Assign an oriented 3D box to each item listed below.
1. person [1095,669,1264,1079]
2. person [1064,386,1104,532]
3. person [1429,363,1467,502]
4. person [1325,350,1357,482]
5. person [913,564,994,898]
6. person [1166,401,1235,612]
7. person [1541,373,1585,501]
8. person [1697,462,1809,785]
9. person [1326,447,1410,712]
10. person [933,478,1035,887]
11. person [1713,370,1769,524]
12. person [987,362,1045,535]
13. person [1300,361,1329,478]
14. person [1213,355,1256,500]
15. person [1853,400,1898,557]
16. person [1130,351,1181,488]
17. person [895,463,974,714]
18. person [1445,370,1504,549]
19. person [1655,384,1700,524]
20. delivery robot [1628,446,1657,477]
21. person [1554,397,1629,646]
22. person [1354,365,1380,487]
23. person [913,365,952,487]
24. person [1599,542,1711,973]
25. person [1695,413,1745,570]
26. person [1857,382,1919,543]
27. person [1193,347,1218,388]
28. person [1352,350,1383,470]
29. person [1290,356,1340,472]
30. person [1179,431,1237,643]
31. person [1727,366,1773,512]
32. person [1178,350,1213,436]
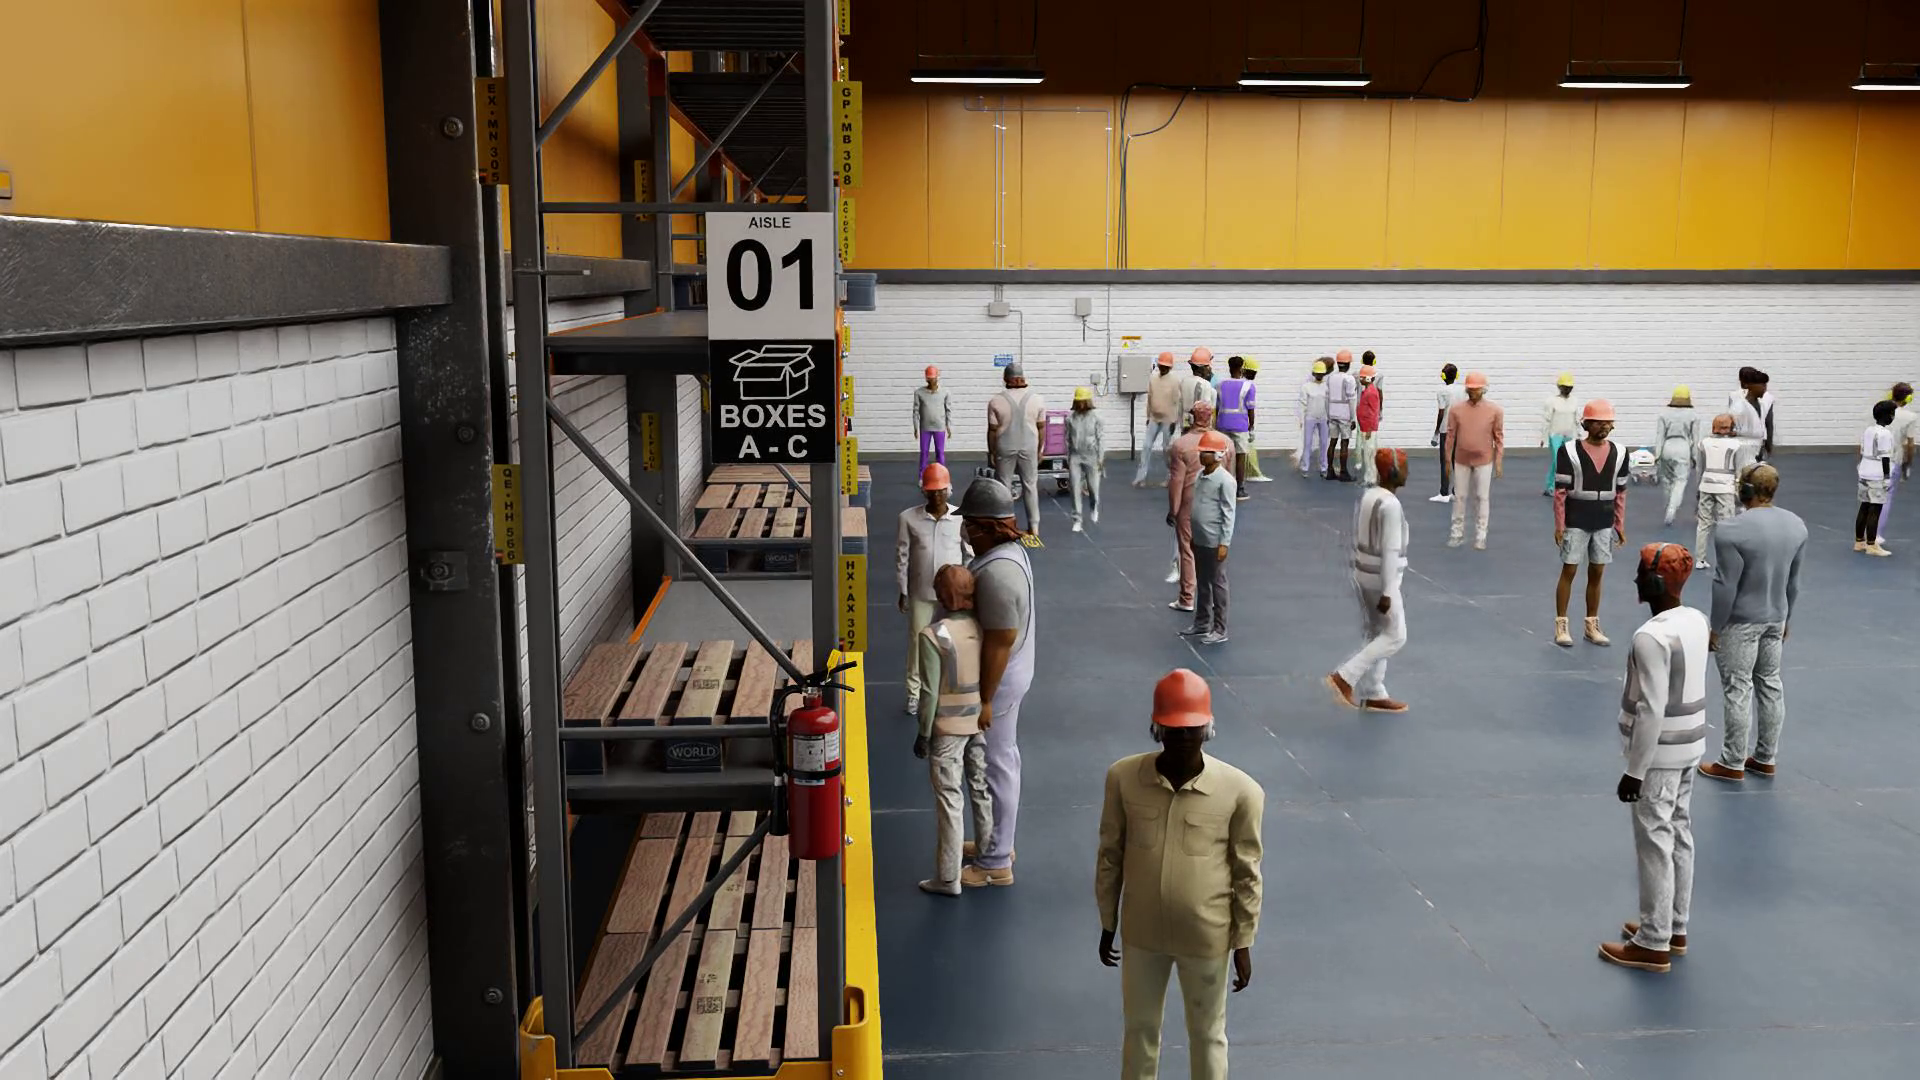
[{"bbox_3d":[0.717,1.284,5.539,0.564,1.755,0.321,3,10,20],"label":"person"},{"bbox_3d":[1.481,-0.979,19.816,0.493,1.731,0.516,2,9,12],"label":"person"},{"bbox_3d":[6.541,-1.433,22.272,0.517,1.865,0.327,-5,10,-26],"label":"person"},{"bbox_3d":[5.631,-1.824,24.499,0.361,1.935,0.552,-6,11,-35],"label":"person"},{"bbox_3d":[-0.008,0.928,8.153,0.523,1.636,0.308,-8,12,-42],"label":"person"},{"bbox_3d":[2.151,-0.302,15.034,0.652,1.906,0.408,-4,10,-22],"label":"person"},{"bbox_3d":[8.141,-1.389,22.433,0.542,1.712,0.903,-2,9,-13],"label":"person"},{"bbox_3d":[4.716,0.494,9.934,0.629,1.940,0.373,-3,10,-20],"label":"person"},{"bbox_3d":[2.832,0.291,11.422,0.516,1.872,0.580,-1,9,-4],"label":"person"},{"bbox_3d":[0.101,0.699,8.327,0.536,2.000,0.676,1,9,6],"label":"person"},{"bbox_3d":[9.389,-1.094,19.973,0.614,1.922,0.983,-8,12,-40],"label":"person"},{"bbox_3d":[0.640,-1.072,19.448,0.683,2.000,0.535,-1,9,-6],"label":"person"},{"bbox_3d":[5.353,-1.799,24.909,0.537,1.758,0.346,0,9,-1],"label":"person"},{"bbox_3d":[3.715,-1.528,22.612,0.619,1.953,0.397,5,11,31],"label":"person"},{"bbox_3d":[9.927,-0.669,18.011,0.320,1.692,0.531,1,9,5],"label":"person"},{"bbox_3d":[2.812,-1.704,23.683,0.762,1.948,0.669,-9,12,-43],"label":"person"},{"bbox_3d":[-0.166,0.335,11.503,0.562,1.753,0.333,0,9,-2],"label":"person"},{"bbox_3d":[5.690,-0.890,18.452,0.623,1.992,0.396,5,10,27],"label":"person"},{"bbox_3d":[8.721,-1.038,20.272,0.493,1.714,0.759,6,11,32],"label":"person"},{"bbox_3d":[9.901,-1.125,24.141,0.477,0.478,0.707,3,9,16],"label":"delivery robot"},{"bbox_3d":[5.155,-0.143,13.597,0.605,2.048,0.381,0,9,-2],"label":"person"},{"bbox_3d":[5.828,-1.629,23.843,0.342,1.750,0.568,1,9,9],"label":"person"},{"bbox_3d":[-0.397,-1.631,23.860,0.573,1.749,0.342,0,9,3],"label":"person"},{"bbox_3d":[3.059,0.944,7.285,0.354,1.881,0.576,9,13,44],"label":"person"},{"bbox_3d":[7.758,-0.480,17.017,0.312,1.634,0.514,-6,11,-35],"label":"person"},{"bbox_3d":[10.445,-0.857,18.750,0.408,1.830,0.591,-8,12,-43],"label":"person"},{"bbox_3d":[3.395,-1.682,23.317,0.409,2.035,0.613,5,10,27],"label":"person"},{"bbox_3d":[6.347,-2.026,25.972,0.521,1.873,0.335,3,10,19],"label":"person"},{"bbox_3d":[5.481,-1.927,25.523,0.678,1.813,0.674,3,9,17],"label":"person"},{"bbox_3d":[2.063,-0.030,13.789,0.317,1.756,0.560,-4,10,-23],"label":"person"},{"bbox_3d":[9.989,-1.244,20.983,0.665,1.886,0.589,-2,9,-10],"label":"person"},{"bbox_3d":[3.153,-1.488,22.051,0.379,2.041,0.616,-5,10,-30],"label":"person"}]
